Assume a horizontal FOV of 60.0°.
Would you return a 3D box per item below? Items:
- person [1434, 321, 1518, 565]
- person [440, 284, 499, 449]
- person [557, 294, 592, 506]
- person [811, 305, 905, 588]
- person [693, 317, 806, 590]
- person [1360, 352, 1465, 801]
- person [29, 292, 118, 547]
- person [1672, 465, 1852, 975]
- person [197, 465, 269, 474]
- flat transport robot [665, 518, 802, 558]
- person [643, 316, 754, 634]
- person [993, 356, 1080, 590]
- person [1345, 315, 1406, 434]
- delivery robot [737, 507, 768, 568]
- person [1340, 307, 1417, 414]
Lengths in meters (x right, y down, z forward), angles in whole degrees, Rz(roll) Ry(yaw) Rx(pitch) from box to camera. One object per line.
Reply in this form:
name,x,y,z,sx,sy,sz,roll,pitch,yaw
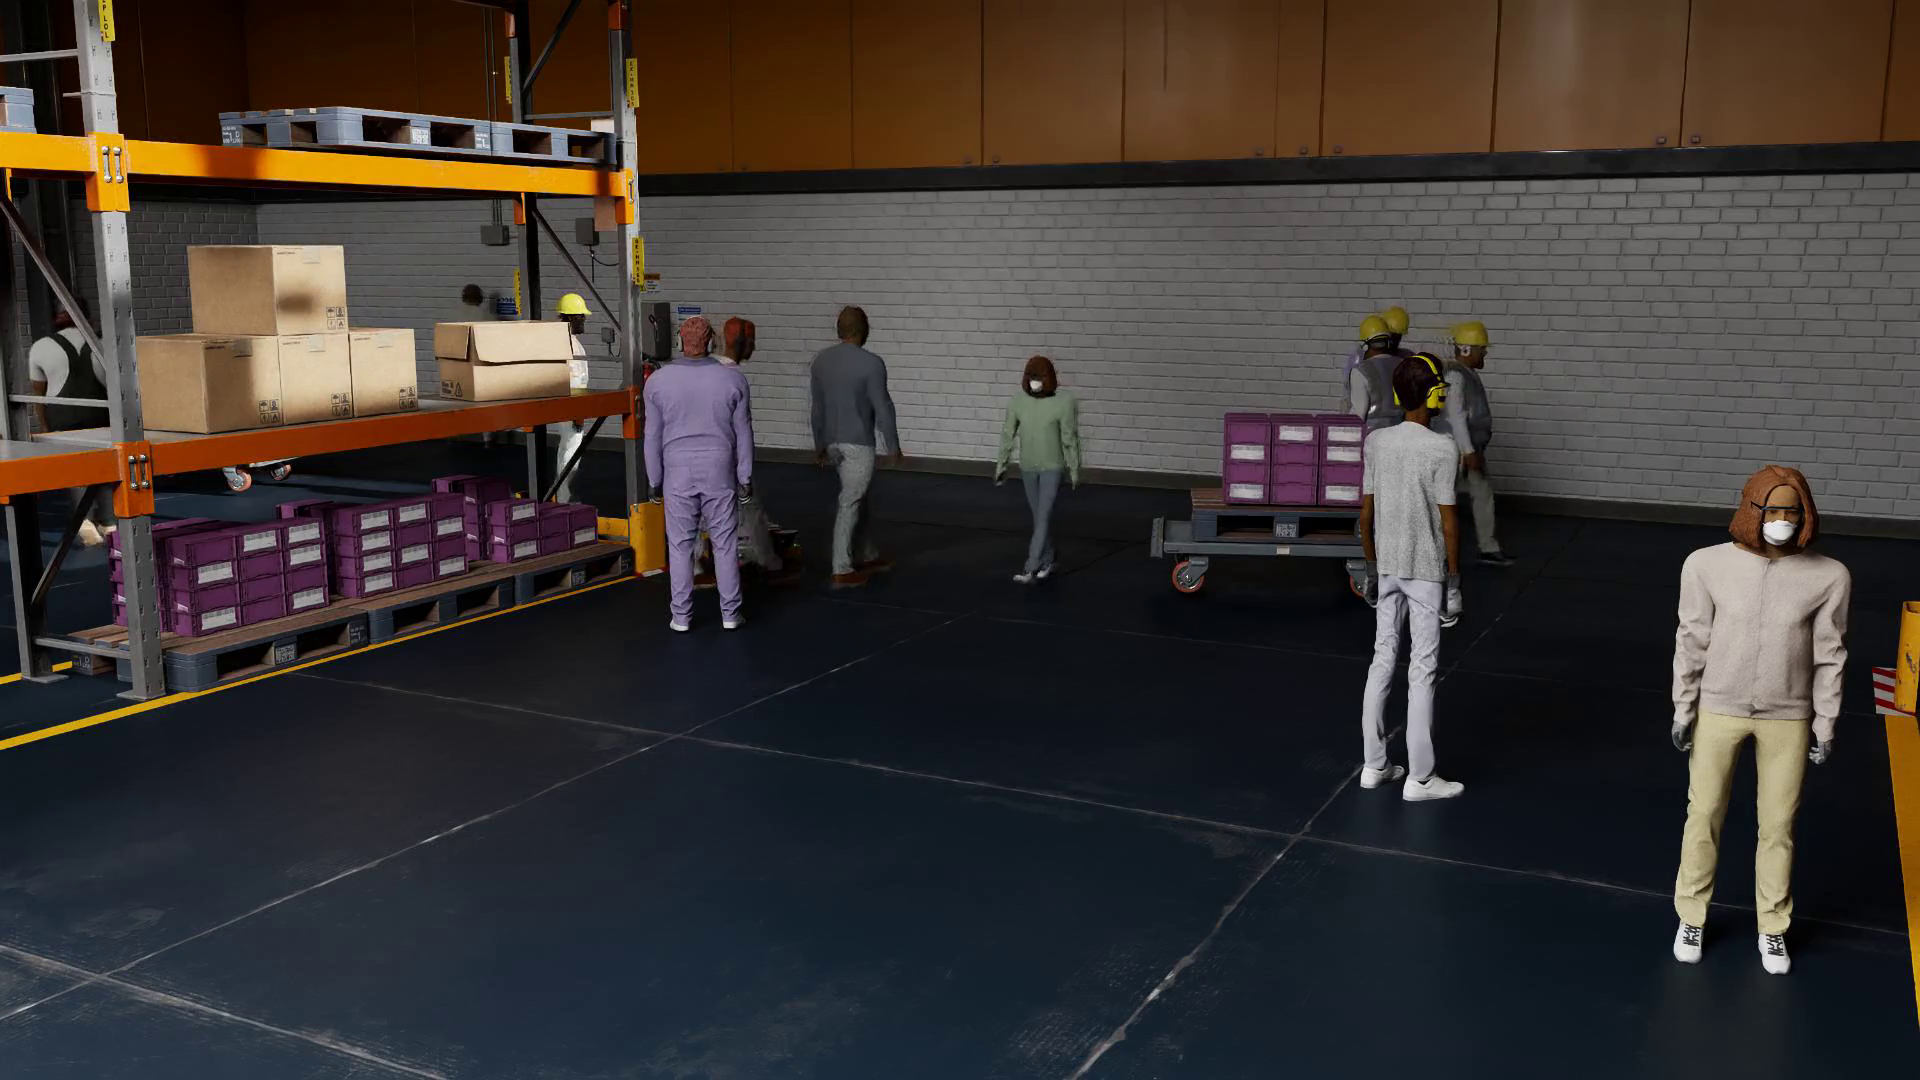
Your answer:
person,3.634,-0.708,12.208,0.866,1.795,0.595,6,12,32
person,-5.699,-1.998,19.310,0.796,1.916,0.542,-2,10,-11
person,-3.418,-1.171,14.565,0.451,1.943,0.628,-4,11,-23
person,-0.641,-0.652,11.495,0.663,1.913,0.821,9,13,43
person,-1.495,-0.584,11.302,0.931,1.839,0.607,-6,11,-29
person,1.901,0.154,6.967,0.328,1.876,0.513,-7,12,-36
person,-6.848,-0.982,13.058,0.739,2.000,0.916,-6,11,-31
person,2.526,0.568,5.290,0.496,1.629,0.277,3,10,19
person,-7.574,-1.569,17.158,0.925,1.793,0.663,0,10,0
flat transport robot,-1.862,-0.039,12.719,0.652,0.197,1.431,-7,12,-36
person,-1.563,-0.386,10.001,0.652,1.906,0.402,-2,10,-9
person,0.538,-0.468,11.404,0.513,1.577,0.885,5,11,28
person,3.023,-0.723,12.175,0.592,1.829,0.404,-7,12,-36
delivery robot,-1.526,-0.042,11.641,0.477,0.478,0.707,-1,10,-4
person,3.230,-0.847,12.771,0.604,1.868,0.938,1,10,8
